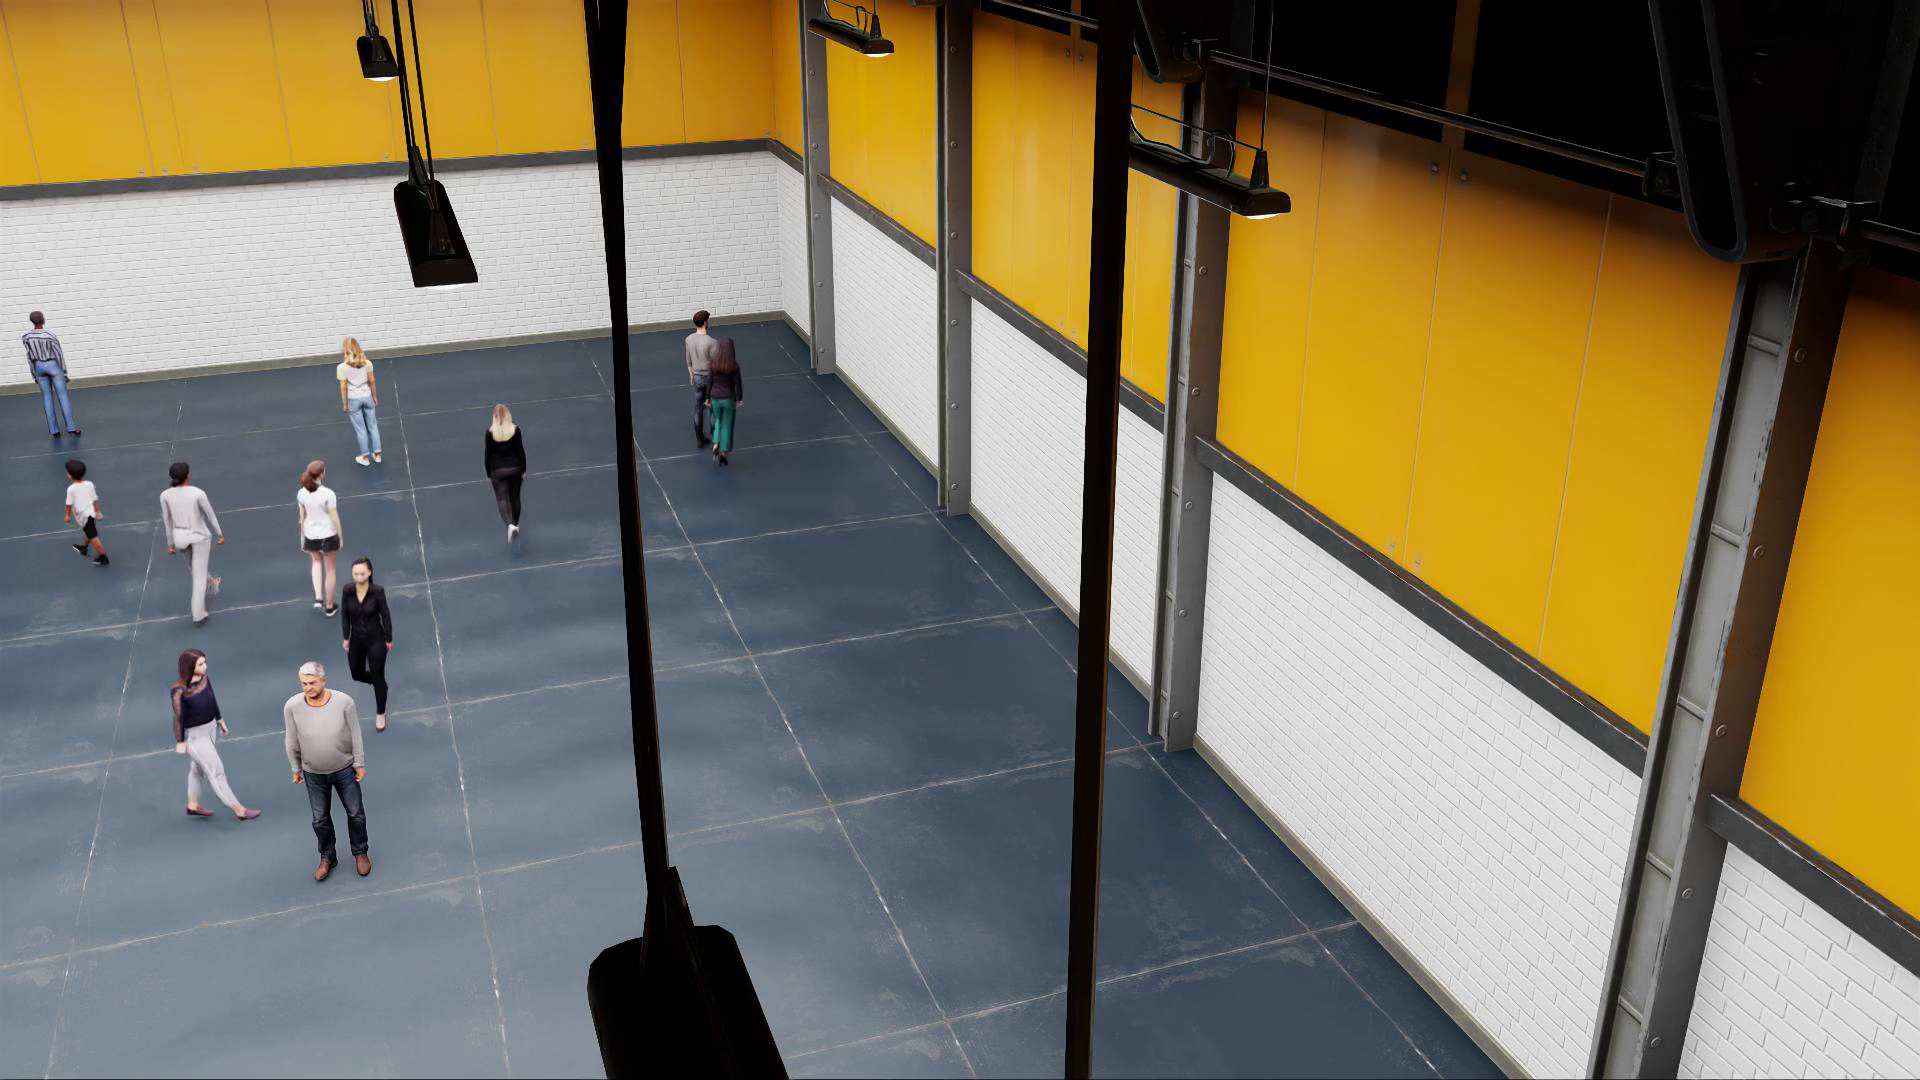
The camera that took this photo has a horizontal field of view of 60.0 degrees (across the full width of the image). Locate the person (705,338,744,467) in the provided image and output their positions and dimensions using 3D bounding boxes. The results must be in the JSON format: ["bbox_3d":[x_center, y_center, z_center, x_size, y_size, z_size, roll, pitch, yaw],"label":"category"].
[{"bbox_3d":[-3.100,-1.749,21.696,0.793,1.712,0.843,5,24,12],"label":"person"}]

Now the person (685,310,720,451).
[{"bbox_3d":[-3.426,-2.148,22.369,0.761,1.904,0.827,11,26,24],"label":"person"}]

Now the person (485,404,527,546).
[{"bbox_3d":[-5.299,-0.754,19.480,0.637,1.664,0.995,-9,25,-20],"label":"person"}]

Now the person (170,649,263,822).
[{"bbox_3d":[-6.483,1.664,14.060,0.936,1.573,0.997,3,24,7],"label":"person"}]

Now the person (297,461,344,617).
[{"bbox_3d":[-6.772,0.029,17.596,0.678,1.737,0.718,-2,24,-5],"label":"person"}]

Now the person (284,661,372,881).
[{"bbox_3d":[-5.047,1.810,13.306,0.758,1.911,0.661,-5,24,-11],"label":"person"}]

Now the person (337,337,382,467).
[{"bbox_3d":[-7.884,-1.823,21.852,0.698,1.722,0.666,-19,30,-37],"label":"person"}]

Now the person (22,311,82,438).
[{"bbox_3d":[-12.471,-2.270,22.783,0.676,1.795,0.617,-2,24,-5],"label":"person"}]

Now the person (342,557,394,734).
[{"bbox_3d":[-5.530,0.946,15.551,0.770,1.695,0.926,-1,24,-2],"label":"person"}]

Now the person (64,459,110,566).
[{"bbox_3d":[-9.935,-0.287,18.962,0.883,1.222,0.837,10,25,21],"label":"person"}]

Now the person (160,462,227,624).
[{"bbox_3d":[-8.152,0.051,17.609,0.890,1.686,1.231,-1,24,-2],"label":"person"}]
